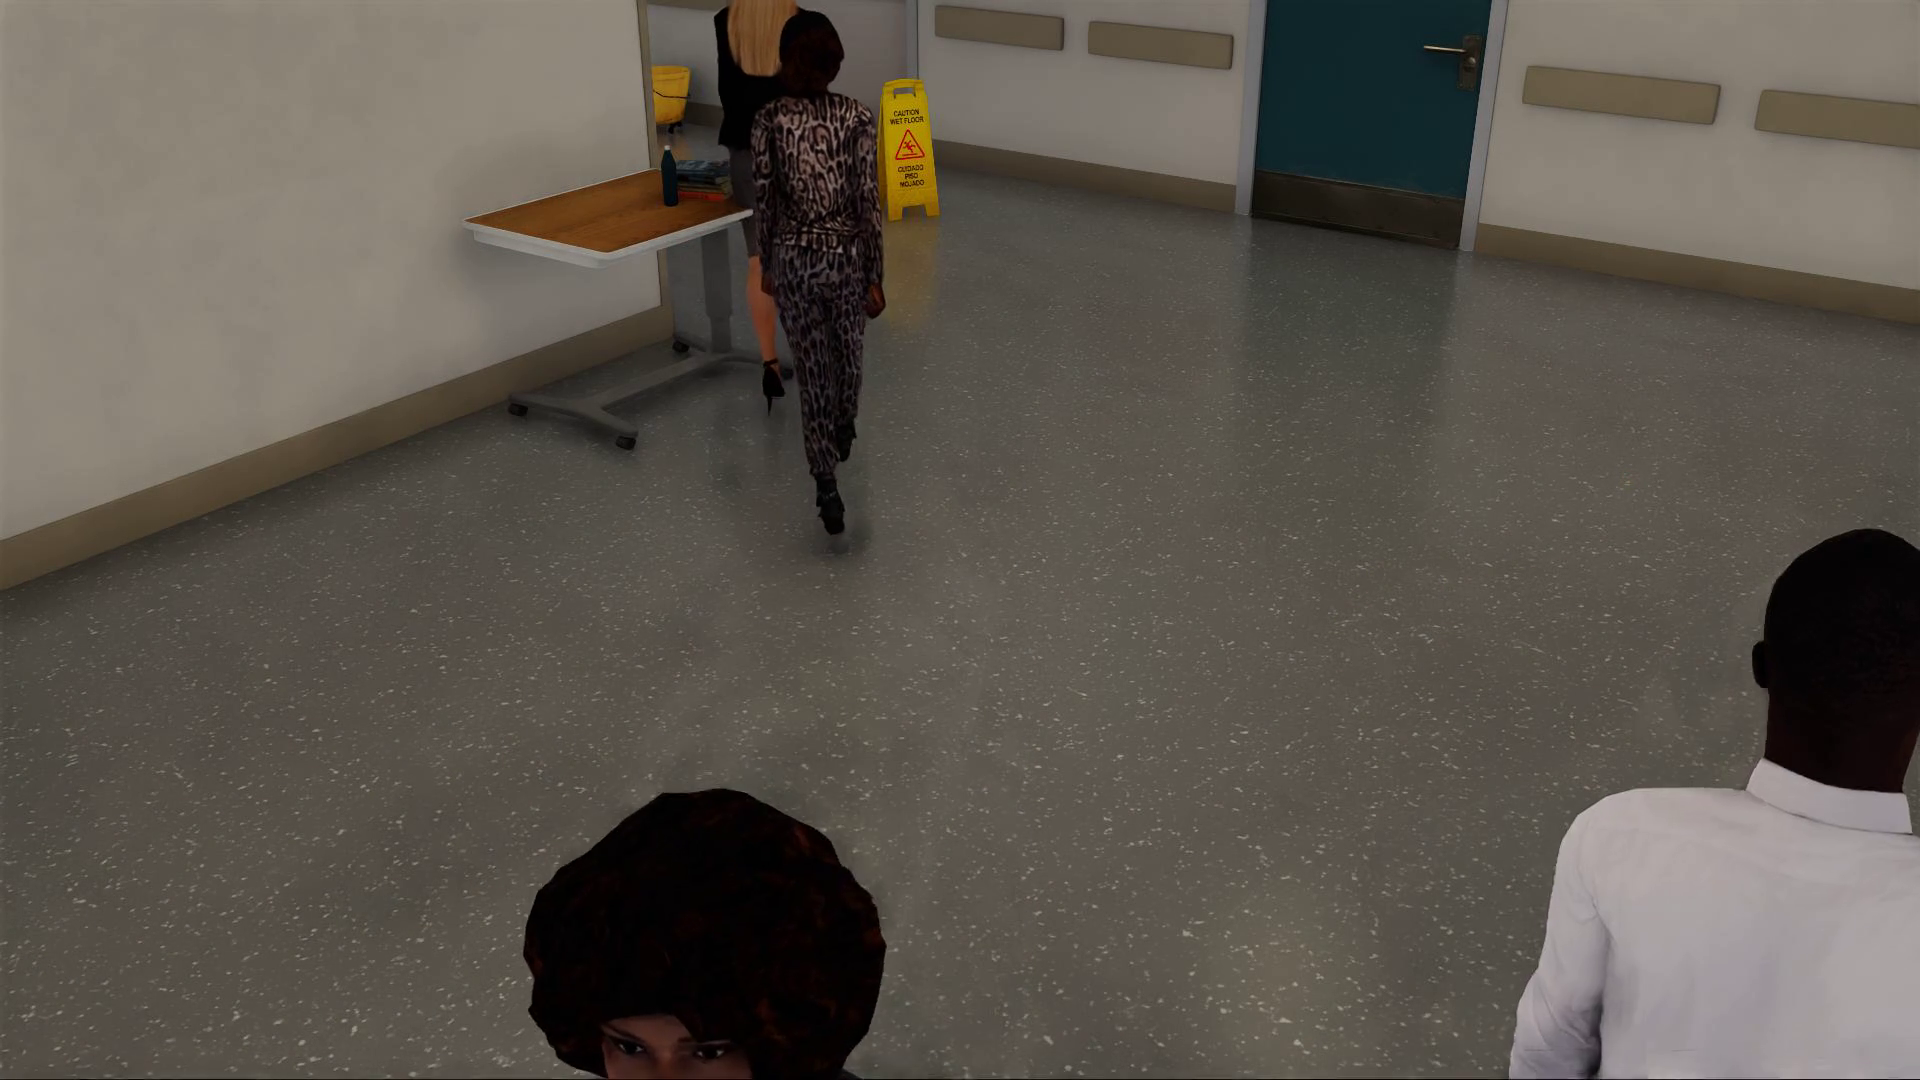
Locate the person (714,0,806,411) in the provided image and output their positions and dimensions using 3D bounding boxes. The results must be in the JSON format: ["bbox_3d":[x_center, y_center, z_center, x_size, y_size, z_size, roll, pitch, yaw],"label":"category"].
[{"bbox_3d":[-0.764,-1.394,6.543,1.114,1.798,1.047,2,26,3],"label":"person"}]

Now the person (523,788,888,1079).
[{"bbox_3d":[-0.158,0.975,1.771,1.092,1.675,1.024,1,26,2],"label":"person"}]

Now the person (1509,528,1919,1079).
[{"bbox_3d":[0.799,0.852,1.847,0.747,1.830,0.737,16,30,30],"label":"person"}]

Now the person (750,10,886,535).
[{"bbox_3d":[-0.469,-0.828,5.526,1.126,1.662,1.136,-3,26,-5],"label":"person"}]
